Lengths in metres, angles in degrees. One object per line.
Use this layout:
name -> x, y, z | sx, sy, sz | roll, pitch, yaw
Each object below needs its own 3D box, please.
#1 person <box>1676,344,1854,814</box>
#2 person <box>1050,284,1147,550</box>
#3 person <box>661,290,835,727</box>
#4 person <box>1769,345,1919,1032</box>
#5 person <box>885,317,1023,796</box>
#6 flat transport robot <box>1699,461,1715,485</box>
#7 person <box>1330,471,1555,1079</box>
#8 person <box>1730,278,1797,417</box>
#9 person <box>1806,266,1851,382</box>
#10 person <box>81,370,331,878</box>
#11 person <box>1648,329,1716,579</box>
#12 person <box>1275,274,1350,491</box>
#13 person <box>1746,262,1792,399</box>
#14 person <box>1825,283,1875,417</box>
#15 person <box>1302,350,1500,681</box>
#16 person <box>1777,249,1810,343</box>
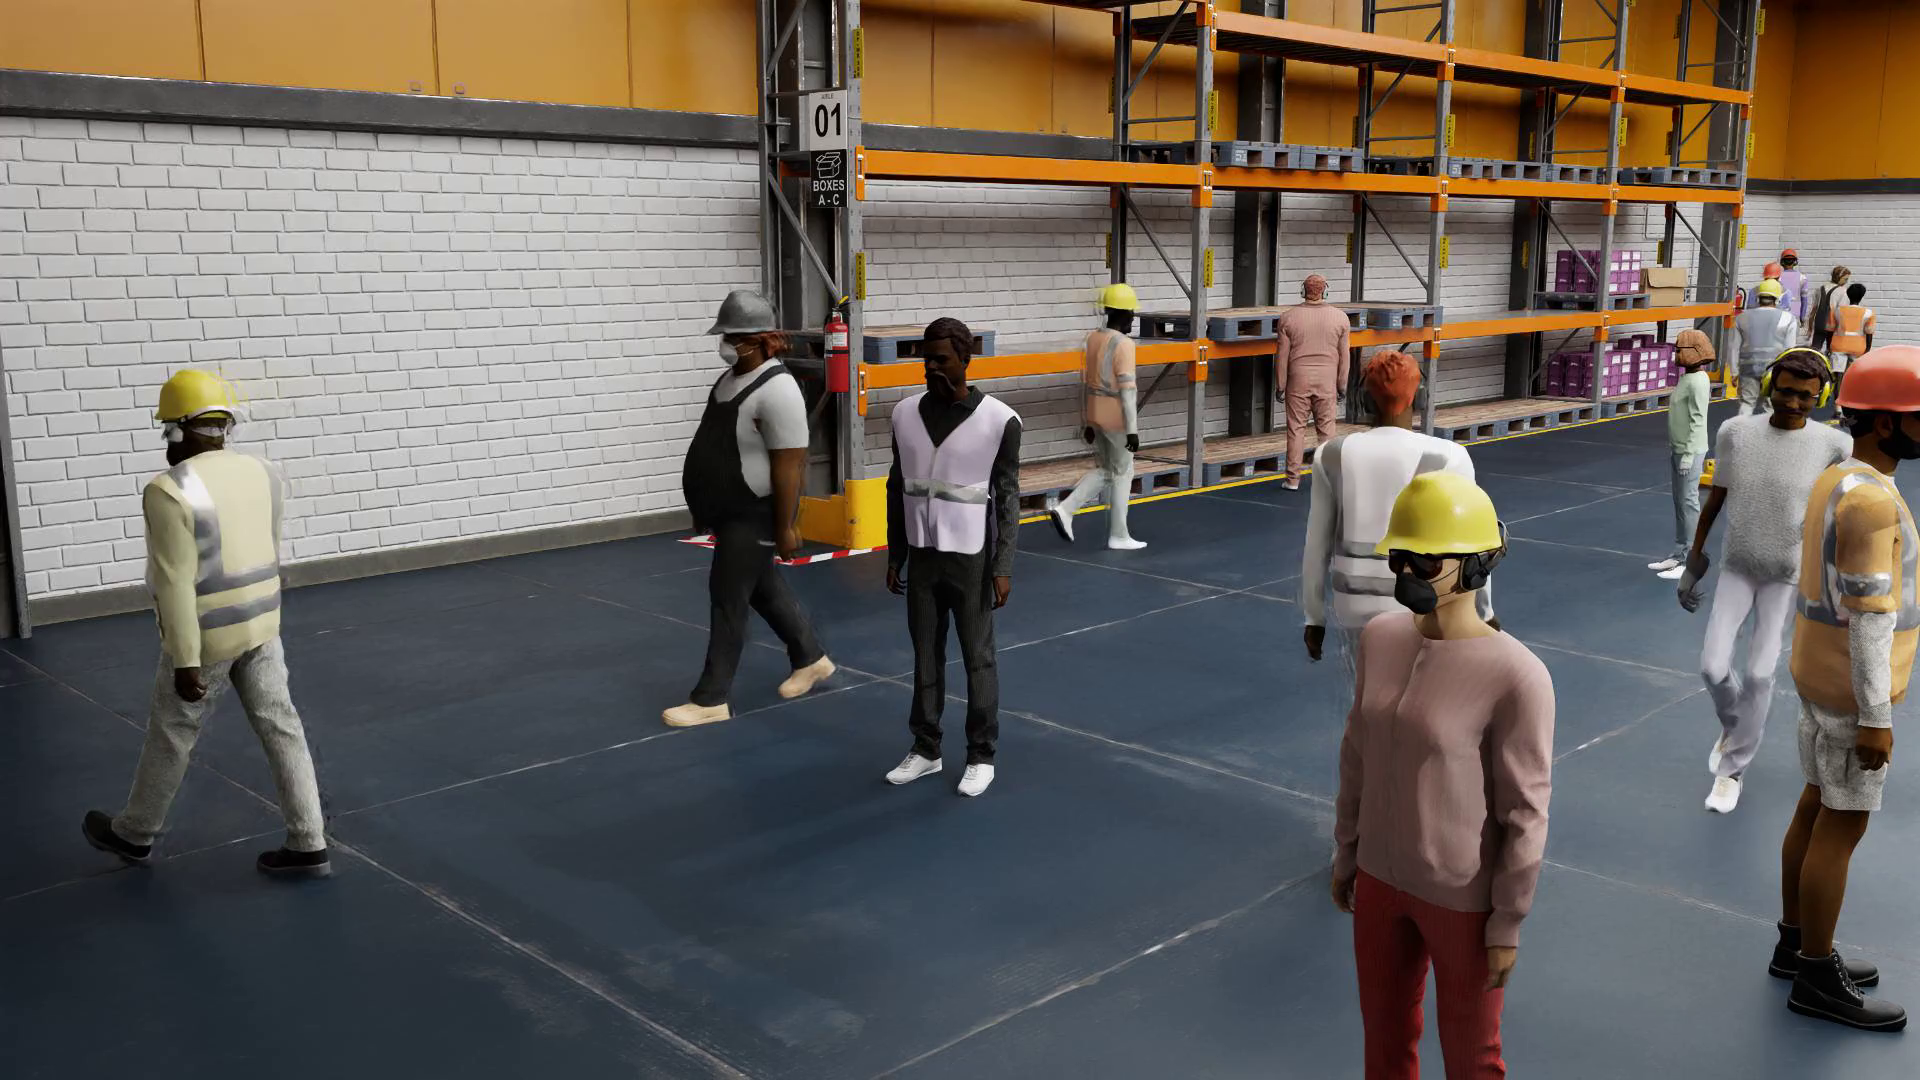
person -> 3.128, 0.145, 6.503 | 0.603, 1.837, 0.532 | 8, 13, 38
person -> 1.021, -0.855, 11.774 | 0.607, 1.906, 0.592 | -4, 11, -21
person -> -0.977, -0.192, 7.789 | 0.932, 2.000, 0.687 | -5, 11, -24
person -> 2.578, 0.414, 4.766 | 0.355, 1.938, 0.545 | 3, 11, 17
person -> -0.032, 0.064, 6.733 | 0.591, 1.919, 0.392 | 5, 12, 27
flat transport robot -> 7.282, -0.631, 15.015 | 1.431, 0.197, 0.652 | -7, 13, -35
person -> 0.982, 0.731, 3.509 | 0.312, 1.768, 0.522 | -7, 12, -32
person -> 8.015, -1.698, 16.632 | 0.598, 1.819, 0.535 | 8, 13, 36
person -> 12.209, -2.947, 23.458 | 0.530, 1.803, 0.642 | -5, 12, -26
person -> -2.648, 0.303, 5.803 | 0.947, 1.775, 0.598 | 4, 11, 20
person -> 4.752, -0.561, 10.916 | 0.284, 1.633, 0.497 | 3, 11, 14
person -> 3.081, -1.371, 14.585 | 0.642, 1.908, 0.407 | 1, 10, 5
person -> 11.247, -2.923, 23.149 | 0.597, 1.891, 0.925 | 9, 14, 40
person -> 11.006, -2.349, 20.597 | 0.533, 1.658, 0.839 | 5, 11, 23
person -> 1.586, 0.246, 5.959 | 0.597, 1.828, 0.990 | 9, 14, 40
person -> 12.756, -3.477, 25.726 | 0.605, 2.033, 0.392 | 2, 11, 10
